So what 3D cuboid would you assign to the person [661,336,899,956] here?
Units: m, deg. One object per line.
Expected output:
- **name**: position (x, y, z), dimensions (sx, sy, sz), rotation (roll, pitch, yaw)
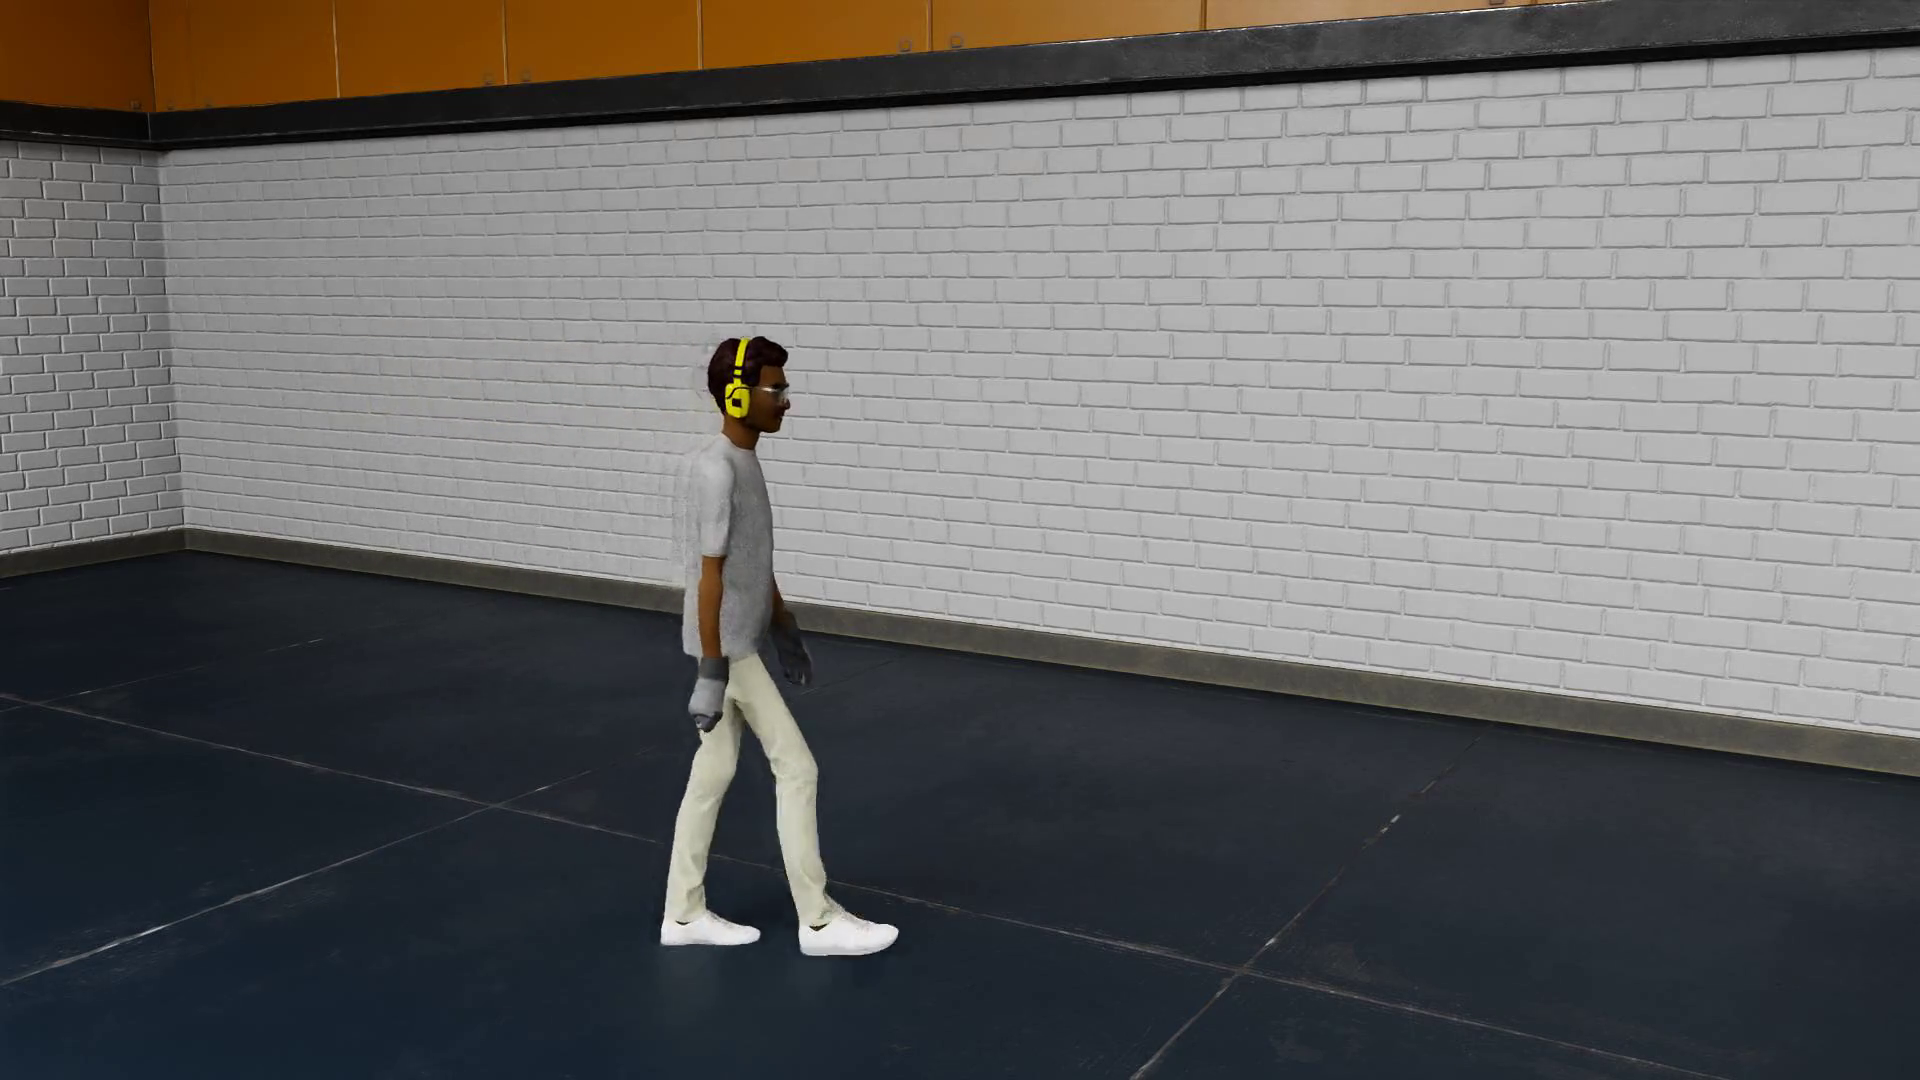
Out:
- **person**: position (-0.533, 0.328, 4.923), dimensions (0.829, 1.841, 0.515), rotation (-1, 9, -7)
